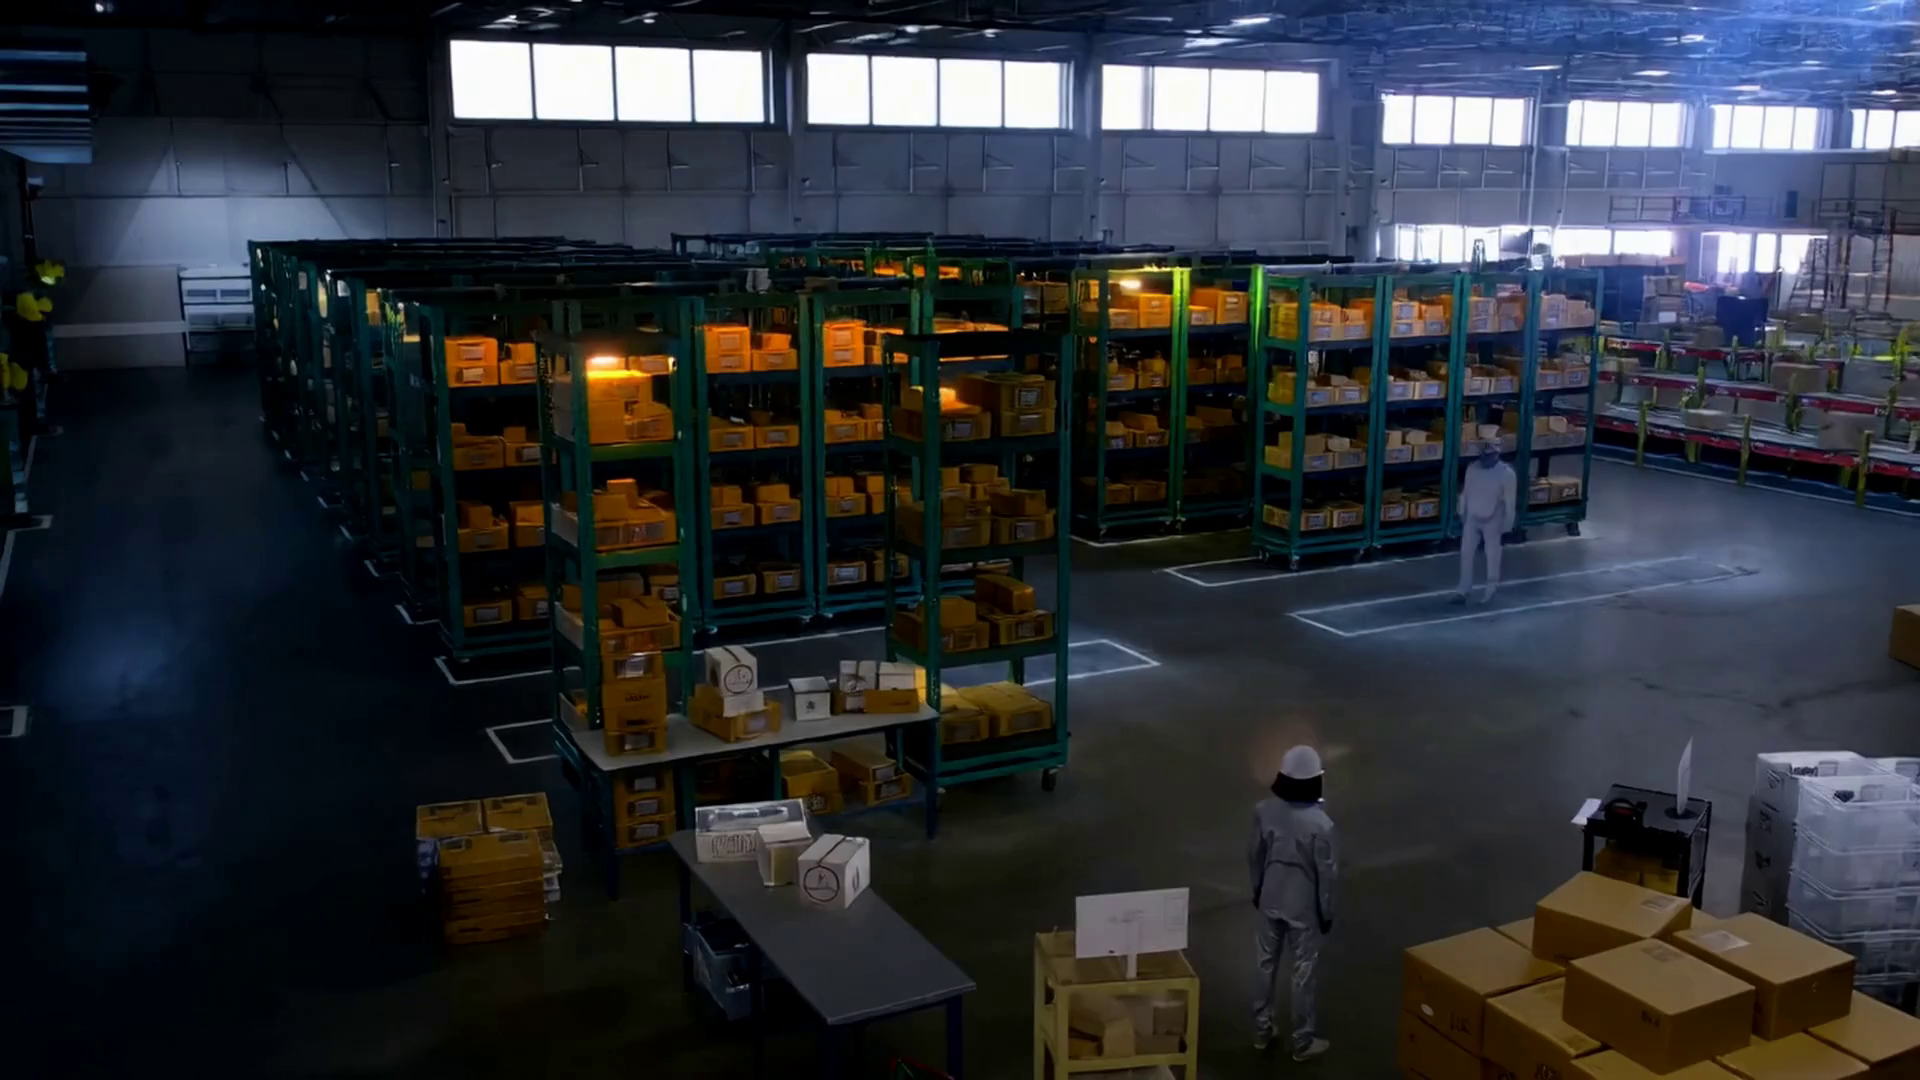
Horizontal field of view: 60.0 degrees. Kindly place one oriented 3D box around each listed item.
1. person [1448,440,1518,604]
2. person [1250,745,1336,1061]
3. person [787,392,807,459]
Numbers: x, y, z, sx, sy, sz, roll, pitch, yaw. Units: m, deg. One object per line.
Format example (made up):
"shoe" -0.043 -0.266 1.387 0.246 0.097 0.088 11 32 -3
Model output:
"person" 5.845 -0.178 18.678 0.673 1.881 0.785 11 17 43
"person" 1.812 1.954 9.047 0.489 1.743 0.323 10 15 38
"person" -2.716 -2.324 28.867 0.579 1.826 0.505 -5 13 -23
